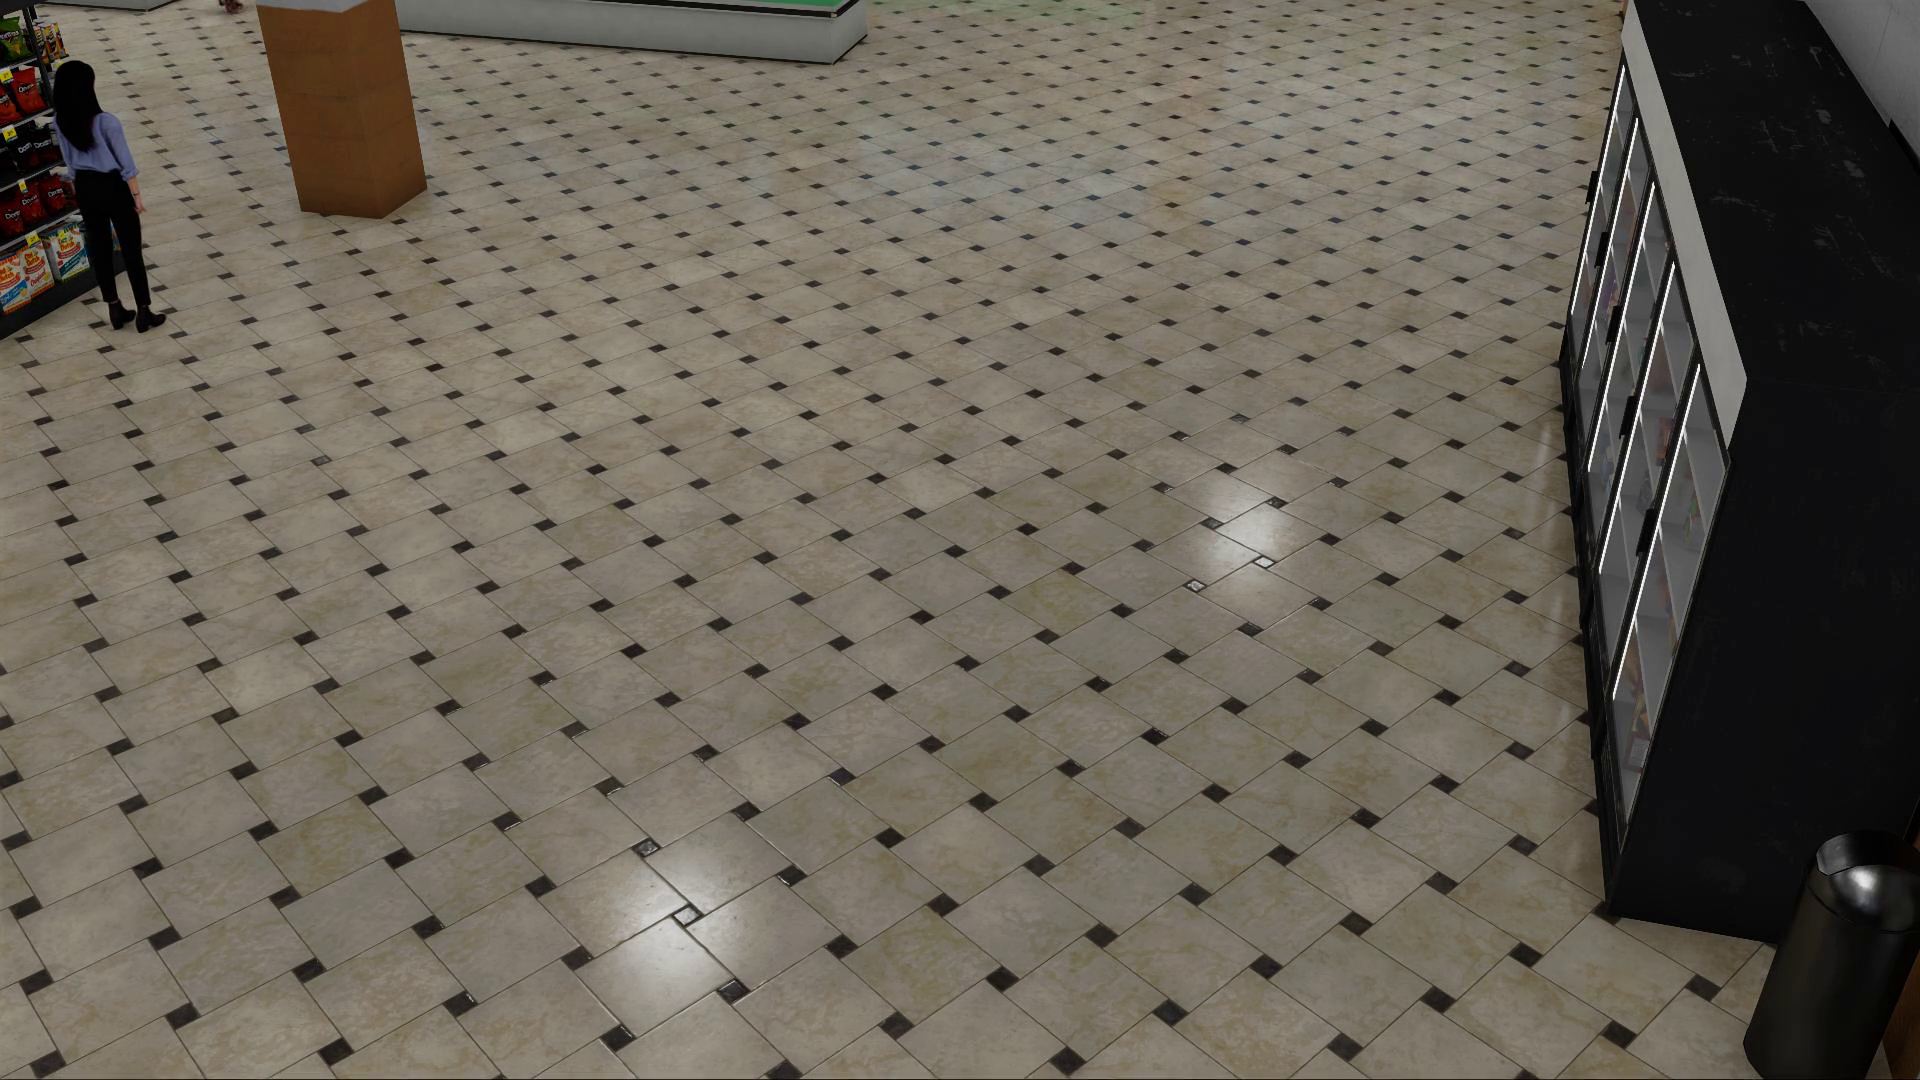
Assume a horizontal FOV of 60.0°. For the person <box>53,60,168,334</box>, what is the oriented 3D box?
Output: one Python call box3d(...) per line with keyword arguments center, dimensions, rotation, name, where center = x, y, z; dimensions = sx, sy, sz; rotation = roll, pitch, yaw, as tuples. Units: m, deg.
box3d(center=(-5.461, -2.176, 10.607), dimensions=(0.532, 1.743, 0.717), rotation=(4, 32, 7), name="person")
